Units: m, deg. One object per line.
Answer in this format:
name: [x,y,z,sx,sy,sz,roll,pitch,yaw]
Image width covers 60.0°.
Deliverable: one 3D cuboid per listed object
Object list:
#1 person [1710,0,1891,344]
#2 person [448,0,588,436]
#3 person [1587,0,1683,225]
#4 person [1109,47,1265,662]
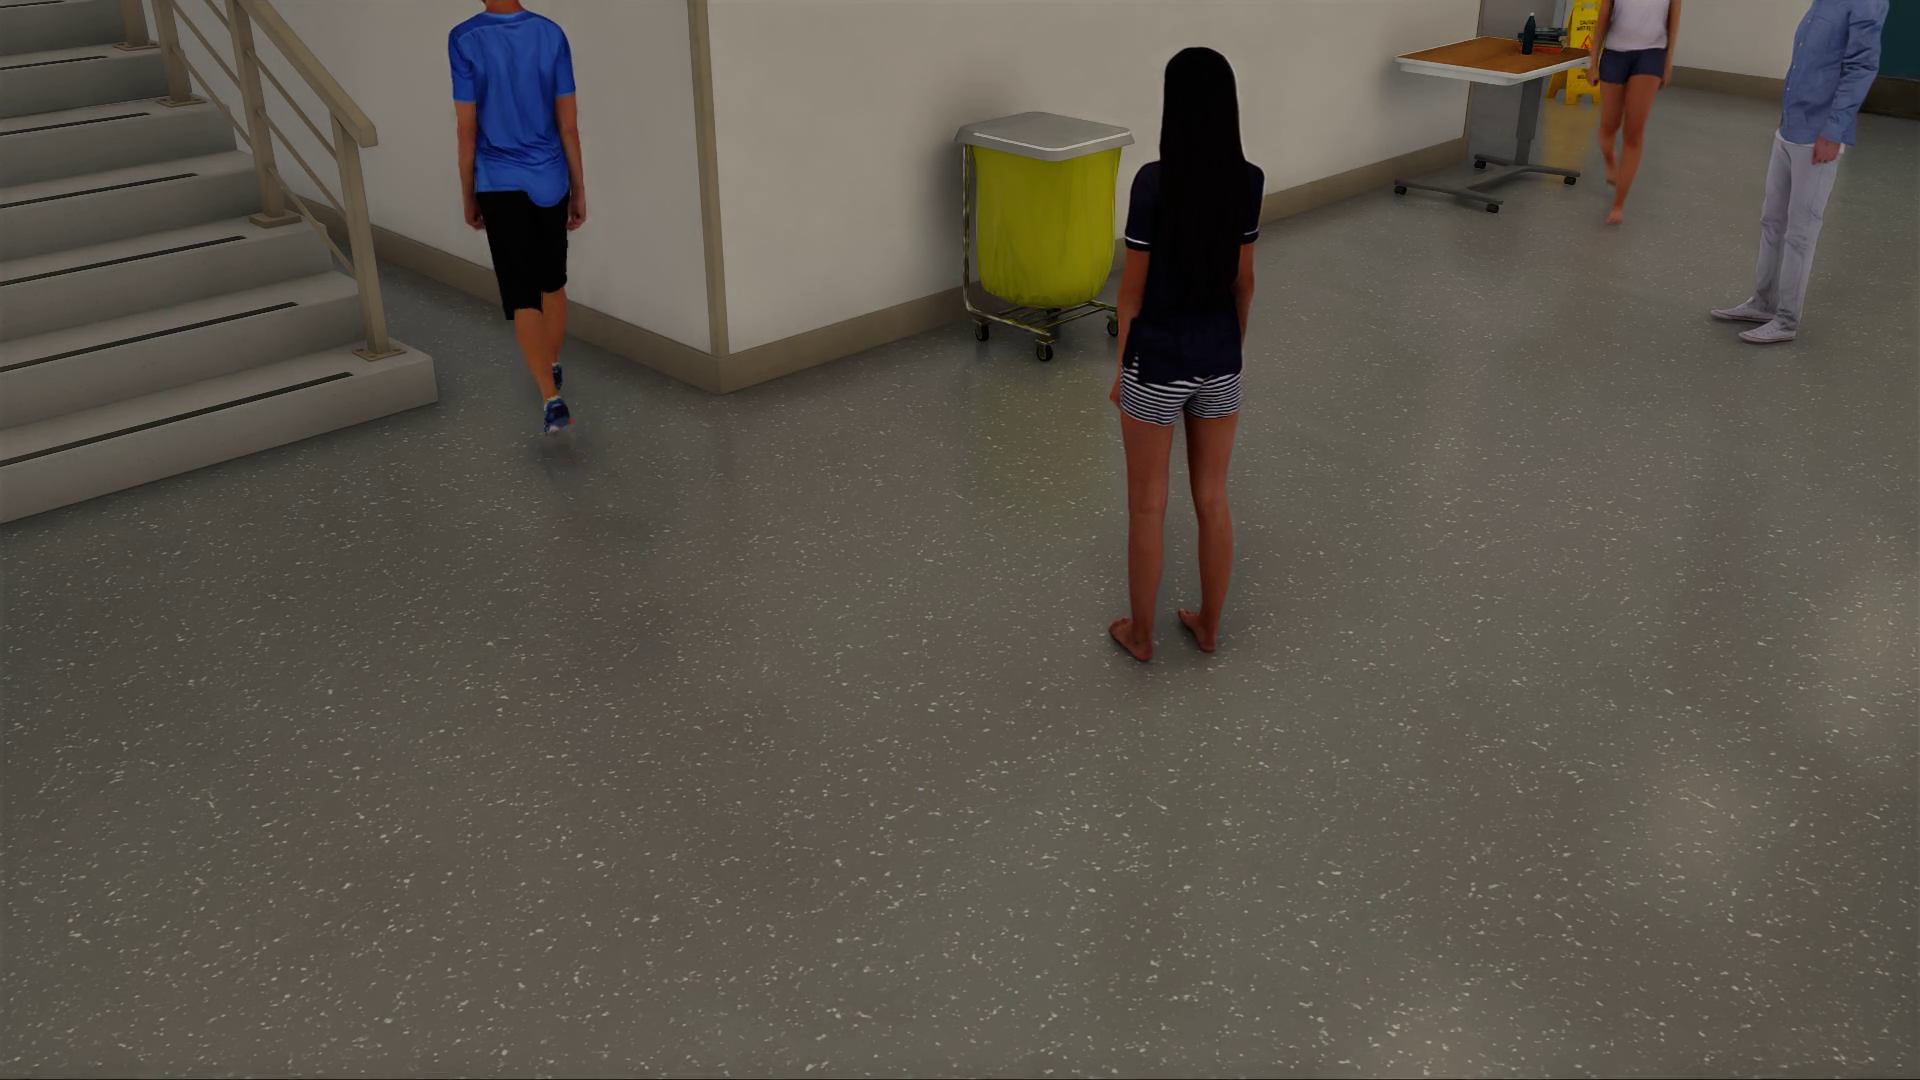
person: [3.760,-1.818,7.335,0.792,1.886,0.737,1,26,1]
person: [-1.631,-1.262,6.262,0.929,1.818,1.325,-11,28,-21]
person: [3.774,-2.686,9.346,1.089,1.704,0.914,10,28,20]
person: [0.630,-0.476,4.694,0.645,1.764,0.660,-9,27,-18]
